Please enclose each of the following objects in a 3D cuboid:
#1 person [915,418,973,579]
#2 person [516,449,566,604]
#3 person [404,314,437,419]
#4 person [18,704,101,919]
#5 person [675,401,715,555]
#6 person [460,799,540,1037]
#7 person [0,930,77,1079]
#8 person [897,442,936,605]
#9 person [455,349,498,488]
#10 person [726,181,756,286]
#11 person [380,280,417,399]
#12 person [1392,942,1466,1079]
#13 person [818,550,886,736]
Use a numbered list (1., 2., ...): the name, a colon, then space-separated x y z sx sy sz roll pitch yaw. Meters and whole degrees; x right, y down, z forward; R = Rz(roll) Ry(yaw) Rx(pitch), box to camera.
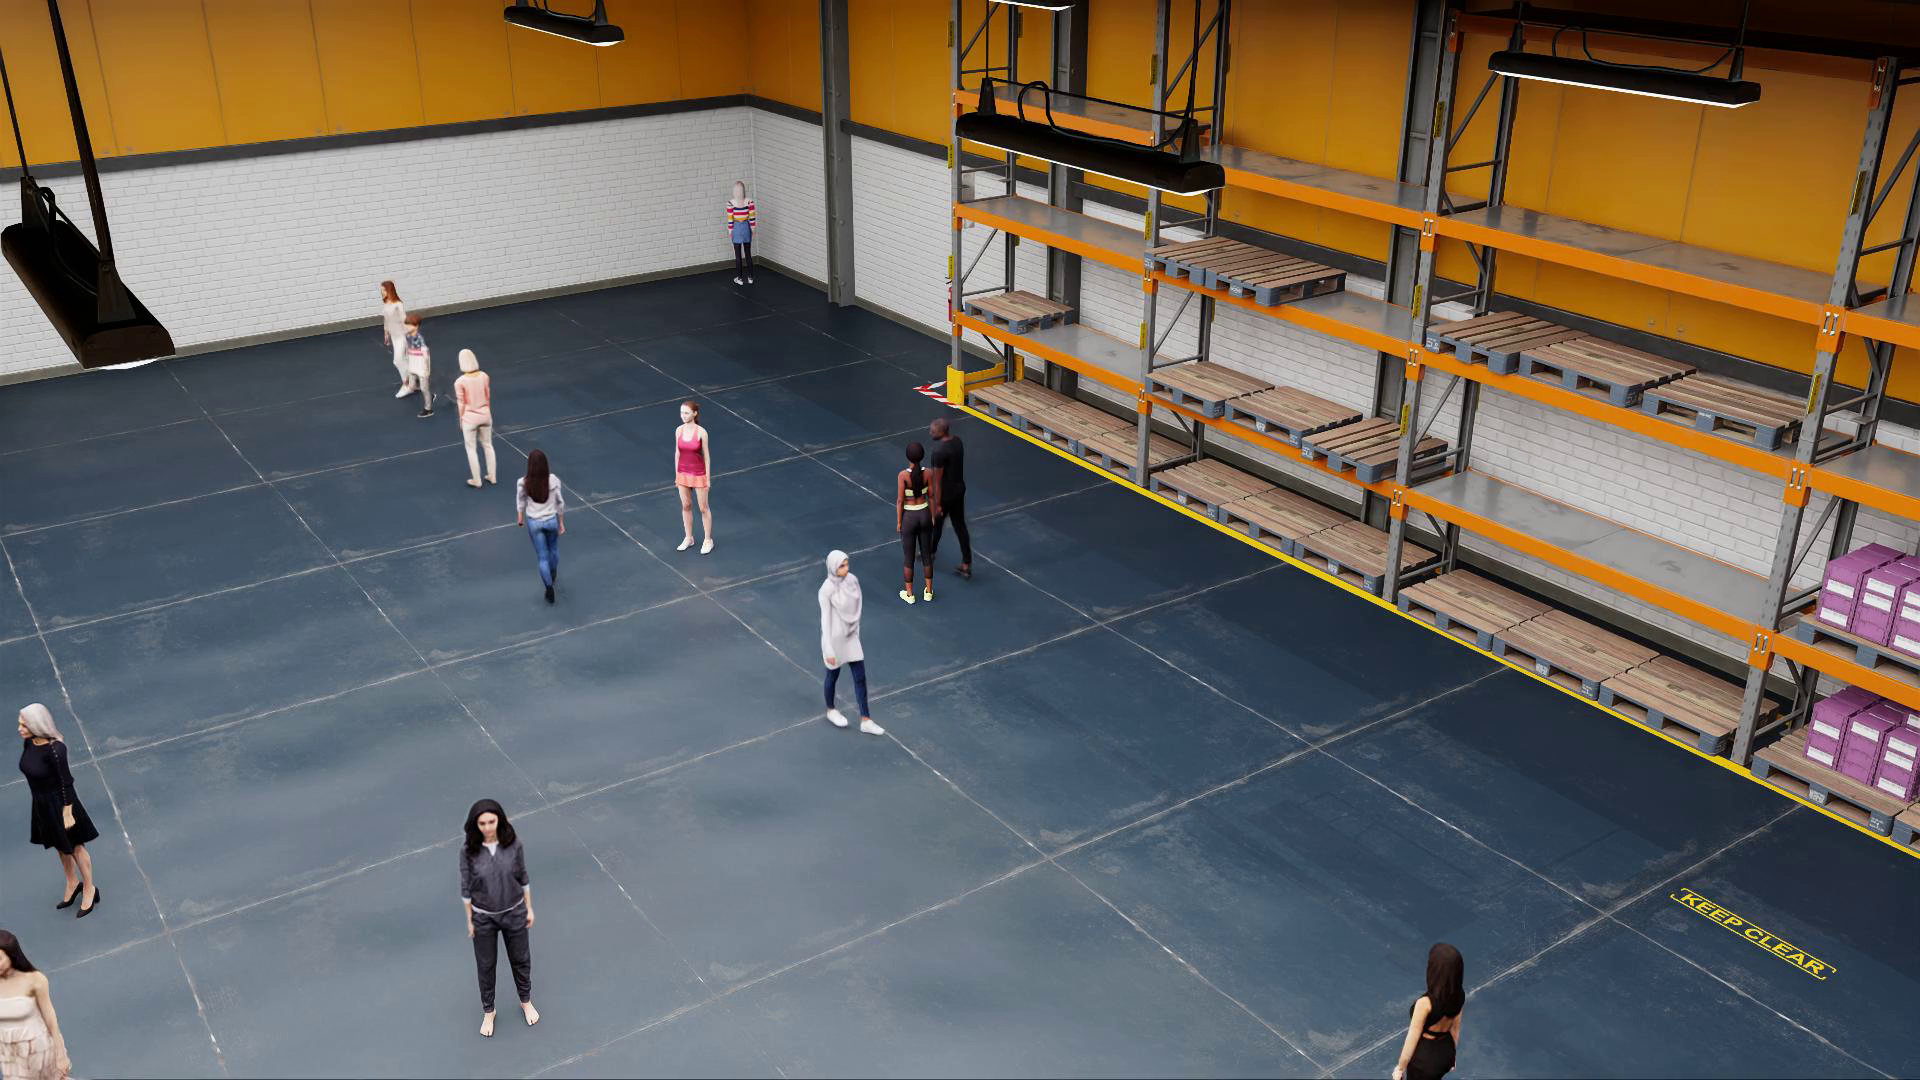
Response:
1. person: -0.060 -0.423 17.786 1.191 1.770 1.030 18 29 35
2. person: -4.321 -0.119 17.309 0.743 1.596 1.006 -11 26 -23
3. person: -7.343 -2.403 22.743 0.691 1.429 0.719 13 27 28
4. person: -6.686 1.991 12.296 0.645 1.746 0.754 12 27 26
5. person: -2.963 -0.713 18.473 0.649 1.752 0.723 7 25 15
6. person: -3.090 2.486 11.140 0.650 1.765 0.600 -8 25 -19
7. person: -5.504 3.032 9.972 0.930 1.699 1.107 -1 24 -3
8. person: -0.451 -0.185 17.262 0.621 1.755 0.597 -7 25 -16
9. person: -5.896 -1.494 20.295 0.622 1.724 0.566 -21 31 -40
10. person: -3.820 -5.391 29.104 0.697 1.809 0.598 -10 25 -21
11. person: -7.843 -2.876 23.508 0.669 1.682 0.785 19 30 37
12. person: 2.828 3.148 9.798 0.562 1.625 0.992 -16 28 -33
13. person: -1.115 0.883 14.820 0.727 1.753 0.944 -21 31 -39
